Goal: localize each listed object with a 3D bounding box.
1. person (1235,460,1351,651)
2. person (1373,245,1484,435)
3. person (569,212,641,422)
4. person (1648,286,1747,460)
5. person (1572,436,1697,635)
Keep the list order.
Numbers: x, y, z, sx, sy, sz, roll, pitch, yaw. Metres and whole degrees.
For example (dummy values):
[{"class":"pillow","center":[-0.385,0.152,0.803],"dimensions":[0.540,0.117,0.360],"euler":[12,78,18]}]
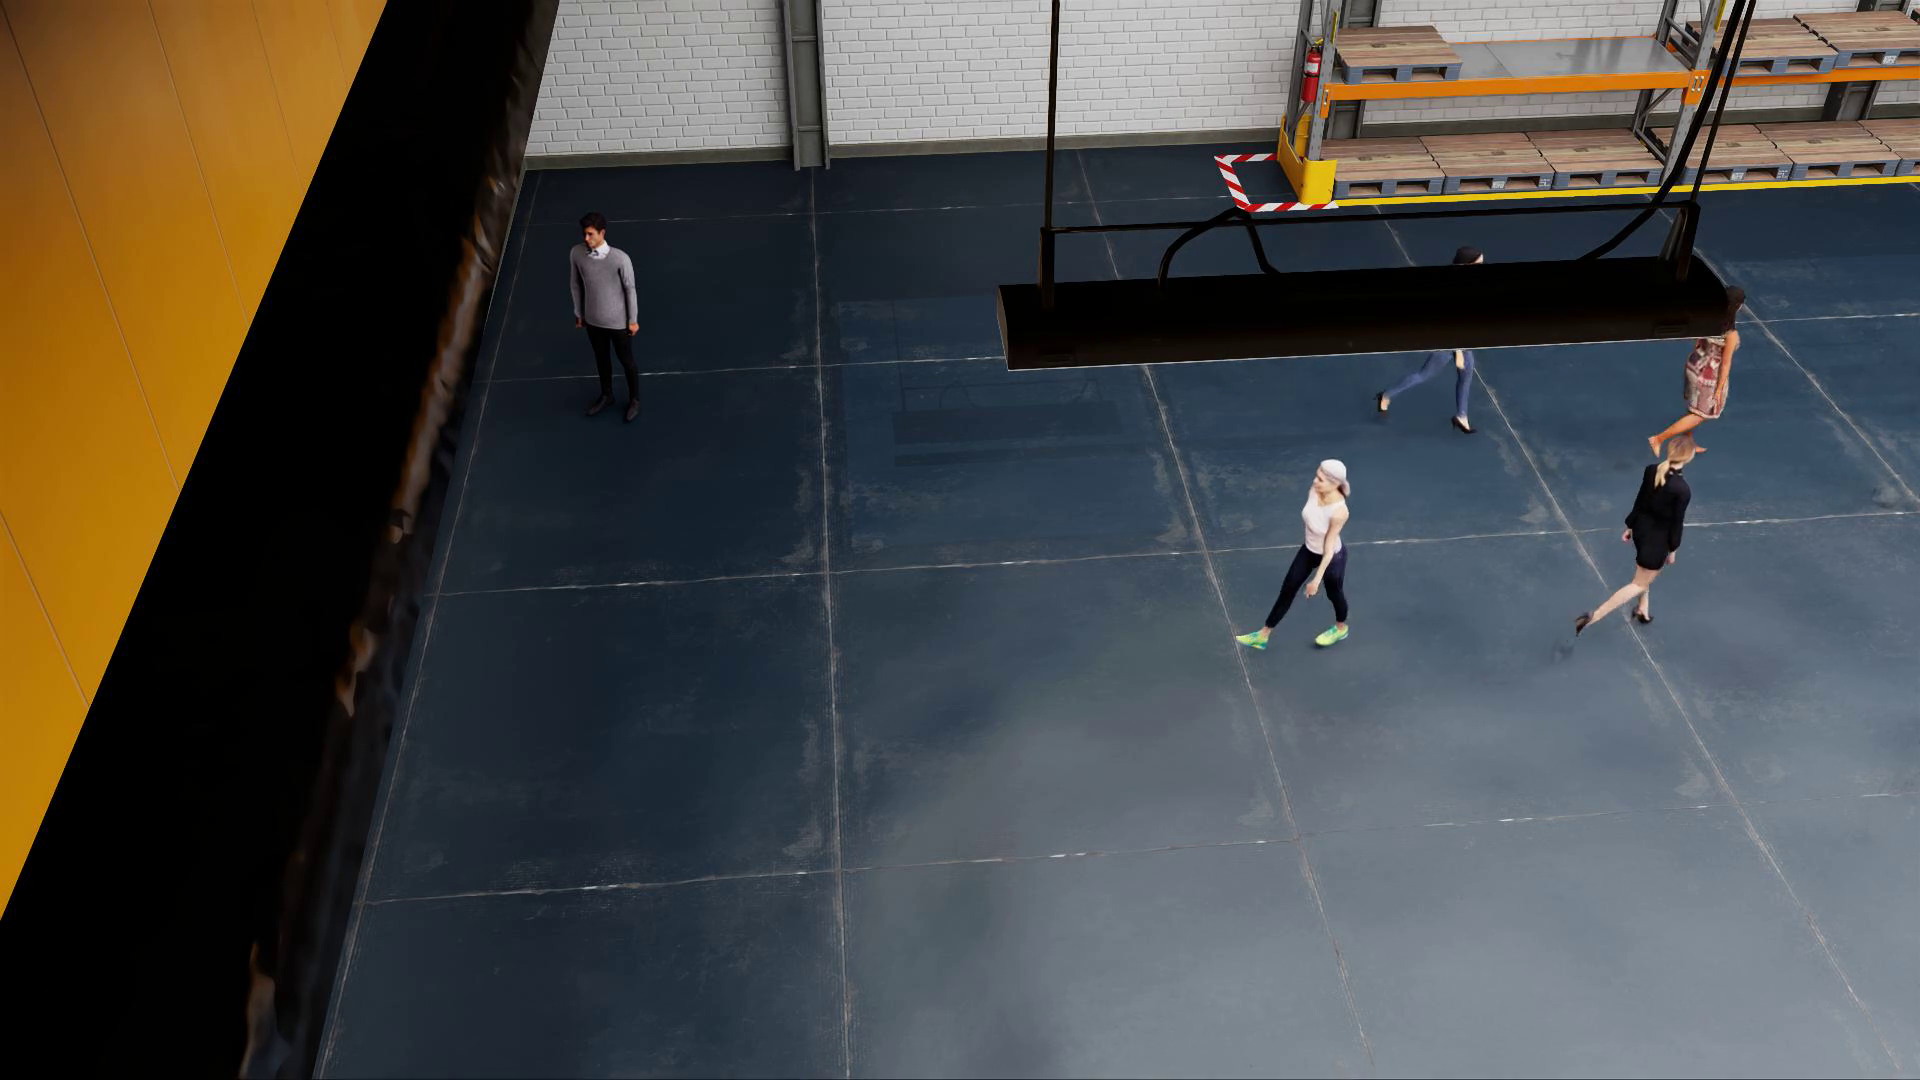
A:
[{"class":"person","center":[2.656,0.133,11.822],"dimensions":[1.190,1.662,0.816],"euler":[-13,40,-15]},{"class":"person","center":[4.010,-1.646,13.977],"dimensions":[1.212,1.753,0.953],"euler":[15,41,18]},{"class":"person","center":[-3.000,-1.922,14.188],"dimensions":[0.707,1.922,0.884],"euler":[11,40,13]},{"class":"person","center":[6.066,-1.342,13.692],"dimensions":[0.910,1.633,0.697],"euler":[-8,39,-10]},{"class":"person","center":[4.878,0.039,11.875],"dimensions":[1.143,1.744,0.774],"euler":[-14,41,-16]}]
